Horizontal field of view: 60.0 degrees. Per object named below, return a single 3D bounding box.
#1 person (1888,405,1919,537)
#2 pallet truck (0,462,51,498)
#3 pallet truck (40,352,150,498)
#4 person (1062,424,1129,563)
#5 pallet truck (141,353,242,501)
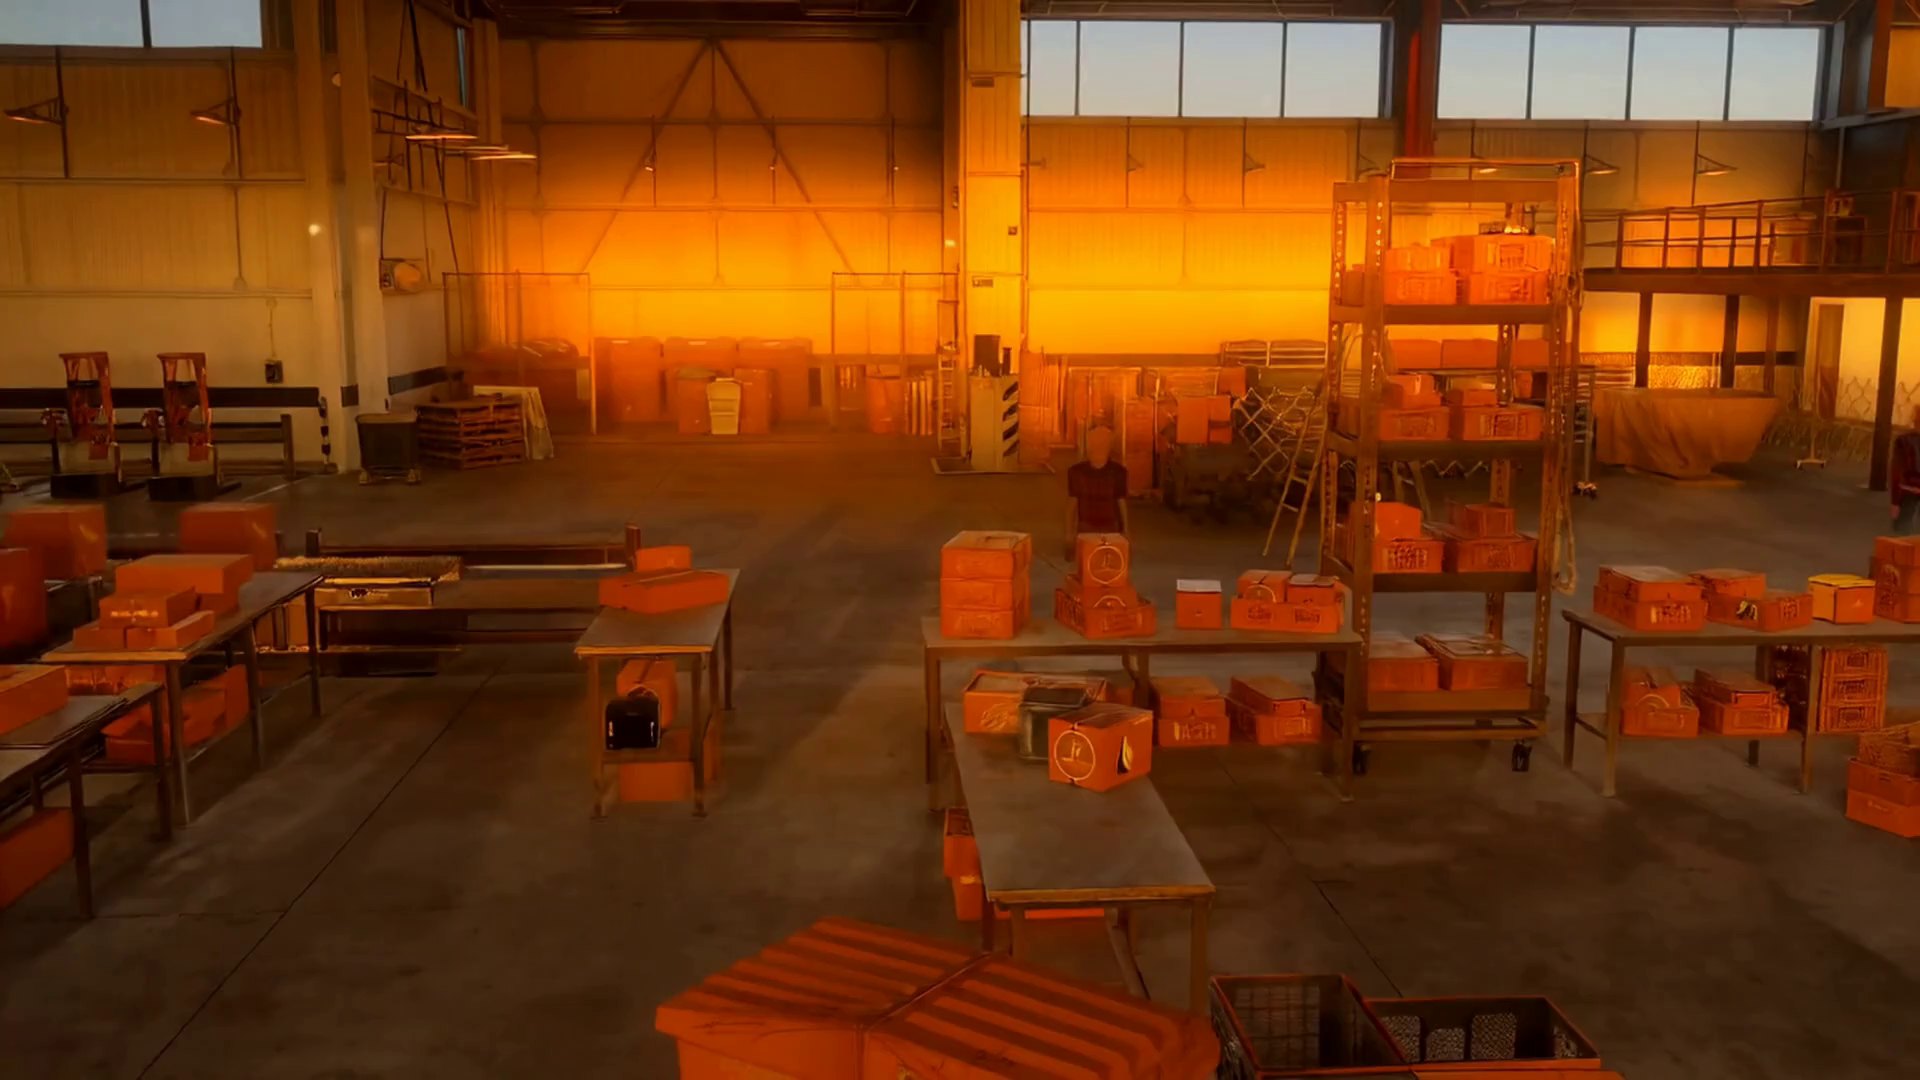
[{"bbox_3d":[9.067,-0.370,15.689,0.600,1.829,0.980,0,9,-1],"label":"person"},{"bbox_3d":[-13.193,-1.293,23.148,0.653,1.274,1.630,-1,9,-4],"label":"pallet truck"},{"bbox_3d":[-11.907,-1.642,23.165,0.823,1.965,1.885,0,9,0],"label":"pallet truck"},{"bbox_3d":[1.082,-0.001,13.340,0.511,1.853,0.494,2,9,13],"label":"person"},{"bbox_3d":[-10.520,-1.604,22.925,0.823,1.965,1.885,-1,9,-6],"label":"pallet truck"}]
